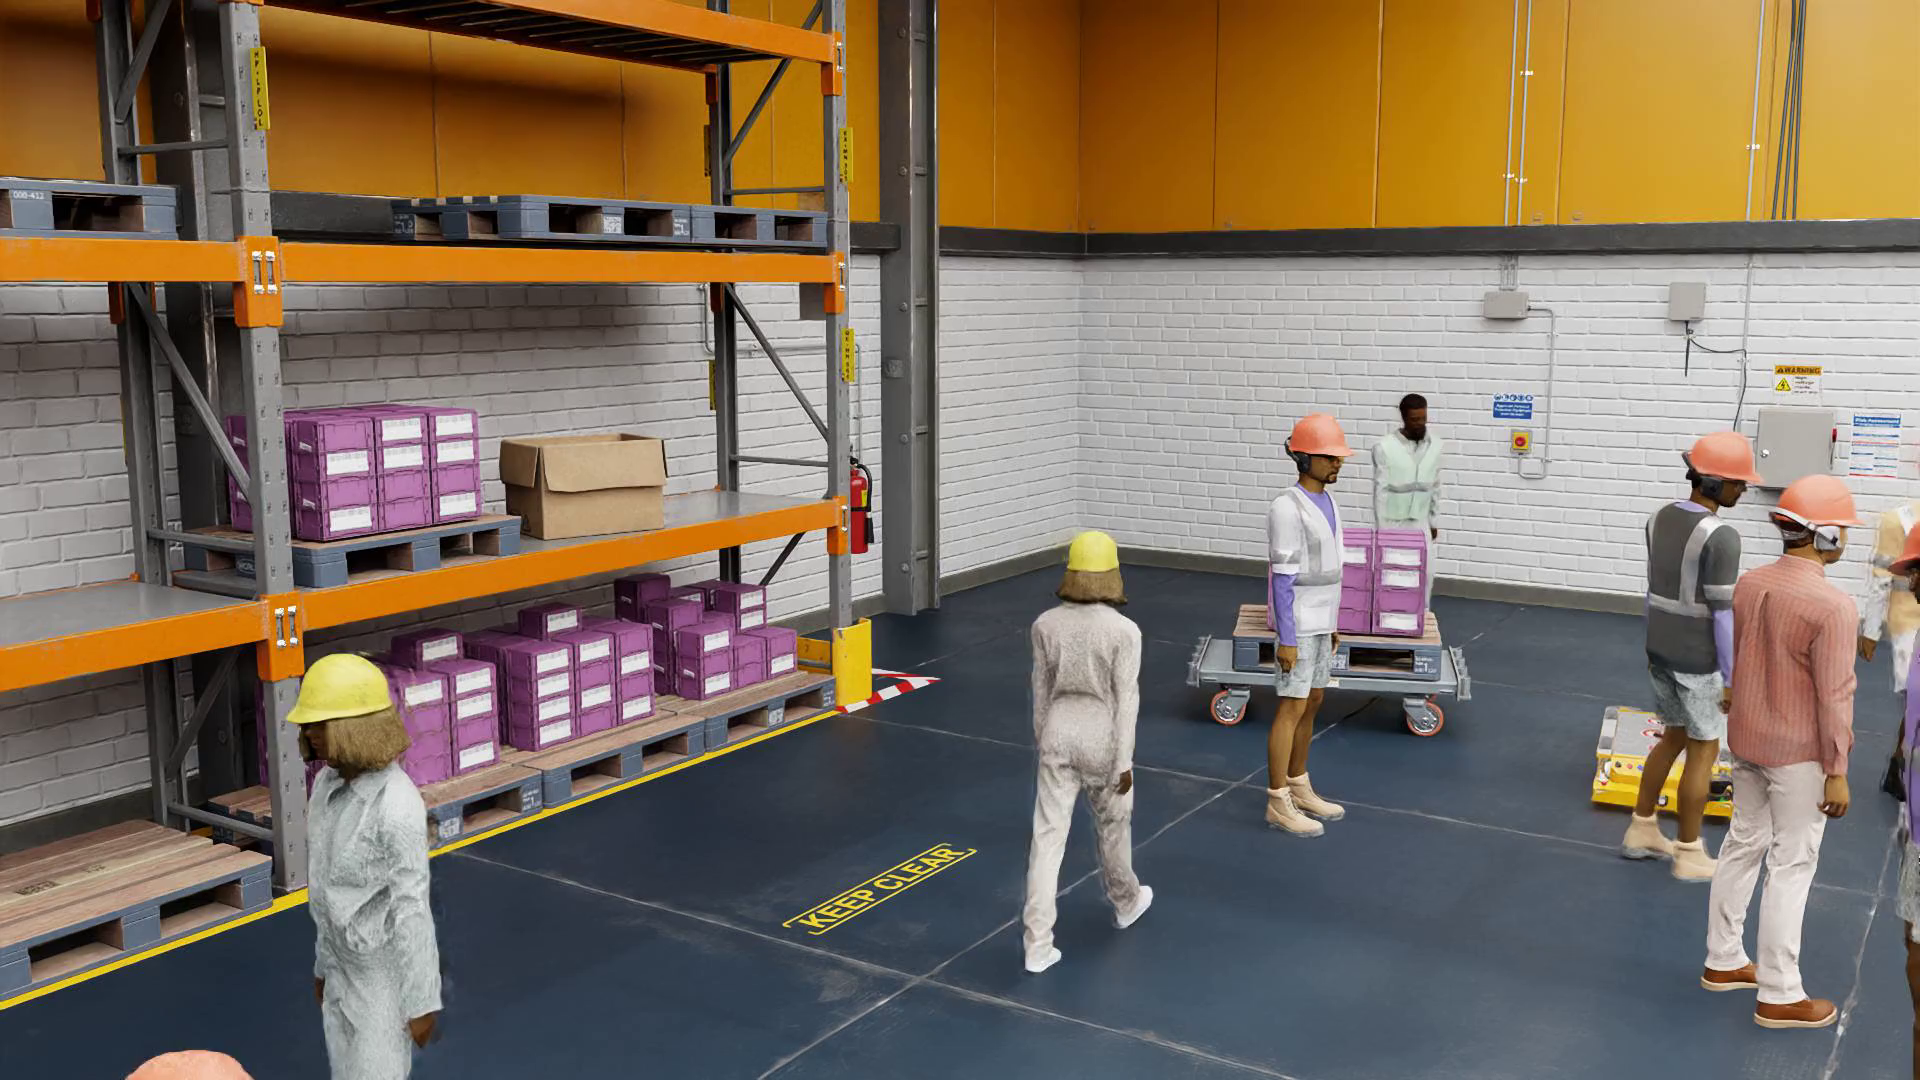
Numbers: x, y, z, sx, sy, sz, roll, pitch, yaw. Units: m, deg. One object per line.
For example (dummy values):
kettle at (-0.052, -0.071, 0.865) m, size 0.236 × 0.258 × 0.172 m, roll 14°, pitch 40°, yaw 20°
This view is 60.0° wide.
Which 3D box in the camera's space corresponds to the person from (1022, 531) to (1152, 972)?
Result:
person at (0.499, 0.808, 6.605) m, size 0.502 × 1.690 × 0.919 m, roll 5°, pitch 10°, yaw 28°

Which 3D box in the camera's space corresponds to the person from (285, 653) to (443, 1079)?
person at (-1.492, 1.130, 4.370) m, size 0.484 × 1.733 × 0.490 m, roll -8°, pitch 12°, yaw -42°

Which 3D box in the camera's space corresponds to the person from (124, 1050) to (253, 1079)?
person at (-0.661, 1.428, 1.476) m, size 0.654 × 2.026 × 0.501 m, roll -1°, pitch 9°, yaw -4°

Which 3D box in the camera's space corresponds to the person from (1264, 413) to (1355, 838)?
person at (1.710, 0.404, 8.083) m, size 0.377 × 2.041 × 0.616 m, roll 6°, pitch 10°, yaw 33°

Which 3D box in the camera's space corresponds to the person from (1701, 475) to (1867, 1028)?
person at (3.018, 0.751, 6.033) m, size 0.410 × 1.985 × 0.610 m, roll -1°, pitch 9°, yaw -9°

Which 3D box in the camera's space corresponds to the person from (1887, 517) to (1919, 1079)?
person at (3.076, 0.894, 5.060) m, size 0.755 × 2.005 × 0.673 m, roll 0°, pitch 9°, yaw 3°

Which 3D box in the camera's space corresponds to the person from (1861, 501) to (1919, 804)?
person at (4.864, 0.454, 8.218) m, size 0.561 × 1.892 × 0.926 m, roll 0°, pitch 9°, yaw -1°

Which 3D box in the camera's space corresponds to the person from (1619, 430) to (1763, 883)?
person at (3.281, 0.515, 7.426) m, size 0.406 × 2.028 × 0.624 m, roll -1°, pitch 9°, yaw -8°

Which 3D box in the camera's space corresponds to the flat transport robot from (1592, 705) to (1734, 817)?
flat transport robot at (3.780, 1.158, 8.921) m, size 0.652 × 0.197 × 1.431 m, roll 4°, pitch 10°, yaw 23°

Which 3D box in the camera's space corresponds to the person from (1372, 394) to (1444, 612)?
person at (3.233, -0.132, 12.104) m, size 0.612 × 1.882 × 0.568 m, roll -3°, pitch 9°, yaw -17°
